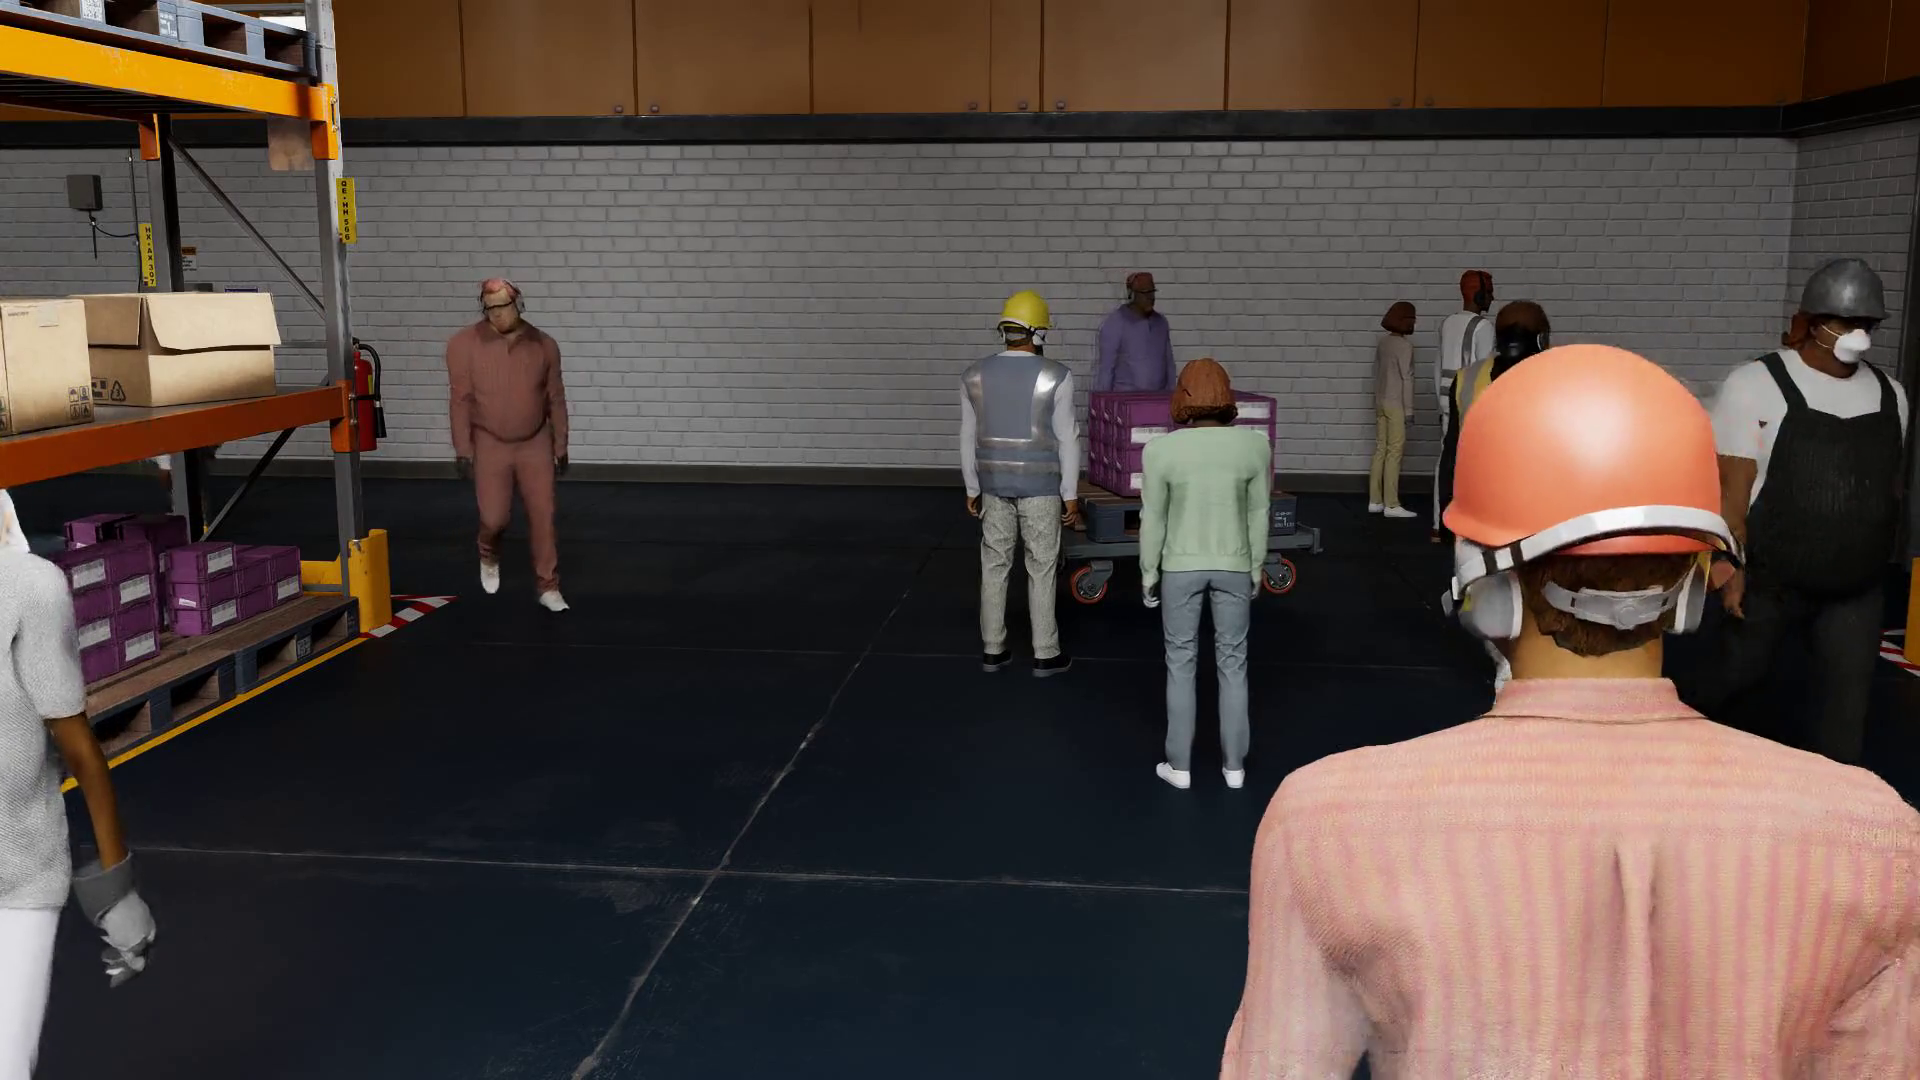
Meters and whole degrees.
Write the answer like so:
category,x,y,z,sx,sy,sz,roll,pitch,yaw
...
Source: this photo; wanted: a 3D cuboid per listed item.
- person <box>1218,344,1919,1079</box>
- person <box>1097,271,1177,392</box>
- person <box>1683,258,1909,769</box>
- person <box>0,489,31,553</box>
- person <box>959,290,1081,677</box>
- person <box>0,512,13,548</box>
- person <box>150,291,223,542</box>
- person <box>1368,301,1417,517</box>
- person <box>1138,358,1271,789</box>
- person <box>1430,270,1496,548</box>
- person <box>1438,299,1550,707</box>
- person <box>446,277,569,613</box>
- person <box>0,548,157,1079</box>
category,x,y,z,sx,sy,sz,roll,pitch,yaw
person,0.552,0.800,1.534,0.631,1.949,1.024,0,10,3
person,1.263,-1.058,12.370,0.640,1.872,0.889,-10,14,-43
person,2.866,0.016,5.718,0.680,2.000,0.942,0,10,0
person,-6.233,-0.703,10.420,0.648,1.850,0.858,6,12,31
person,0.298,-0.266,7.931,0.601,1.830,0.403,4,11,24
person,-6.516,-0.771,10.501,0.844,1.953,0.647,-4,11,-19
person,-4.480,-0.514,9.447,0.686,1.801,0.604,-1,10,-7
person,3.314,-0.993,12.662,0.283,1.631,0.503,-2,10,-12
person,0.919,0.130,6.279,0.496,1.624,0.311,0,10,-2
person,3.450,-0.887,11.339,0.337,1.882,0.585,-3,10,-18
person,2.362,-0.113,7.076,0.631,1.823,0.667,7,12,35
person,-2.523,-0.534,9.330,0.677,1.875,0.568,-5,11,-28
person,-1.676,0.643,2.734,0.525,1.824,0.849,-1,10,-3
